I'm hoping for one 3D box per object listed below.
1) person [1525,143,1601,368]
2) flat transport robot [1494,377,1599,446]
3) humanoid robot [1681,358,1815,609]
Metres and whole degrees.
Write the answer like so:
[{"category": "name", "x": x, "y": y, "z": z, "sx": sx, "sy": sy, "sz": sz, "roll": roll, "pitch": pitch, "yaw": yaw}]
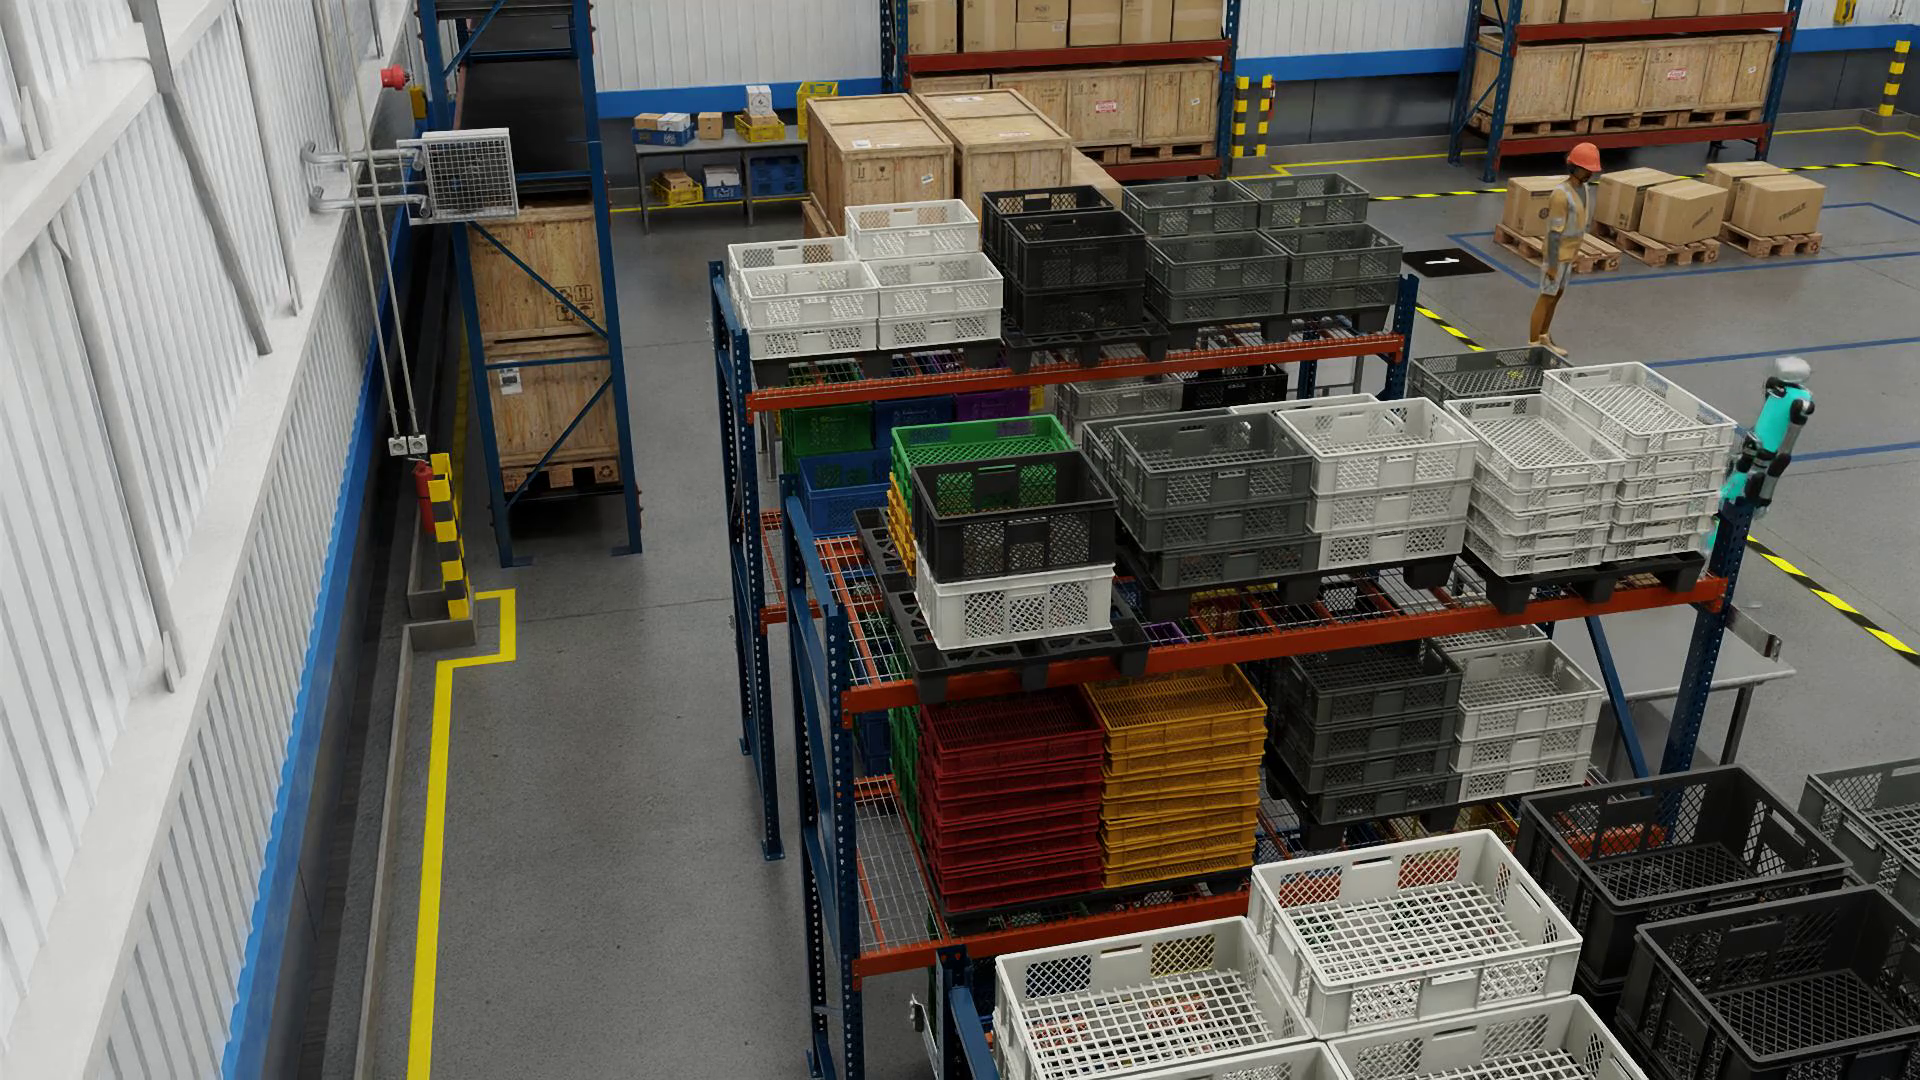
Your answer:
[{"category": "person", "x": 5.470, "y": -2.581, "z": 15.049, "sx": 0.390, "sy": 2.037, "sz": 0.604, "roll": 20, "pitch": 34, "yaw": 34}, {"category": "flat transport robot", "x": 4.780, "y": -1.036, "z": 14.013, "sx": 0.659, "sy": 0.231, "sz": 1.431, "roll": -6, "pitch": 28, "yaw": -12}, {"category": "humanoid robot", "x": 5.139, "y": -0.369, "z": 11.176, "sx": 0.821, "sy": 1.770, "sz": 0.556, "roll": 2, "pitch": 28, "yaw": 3}]
